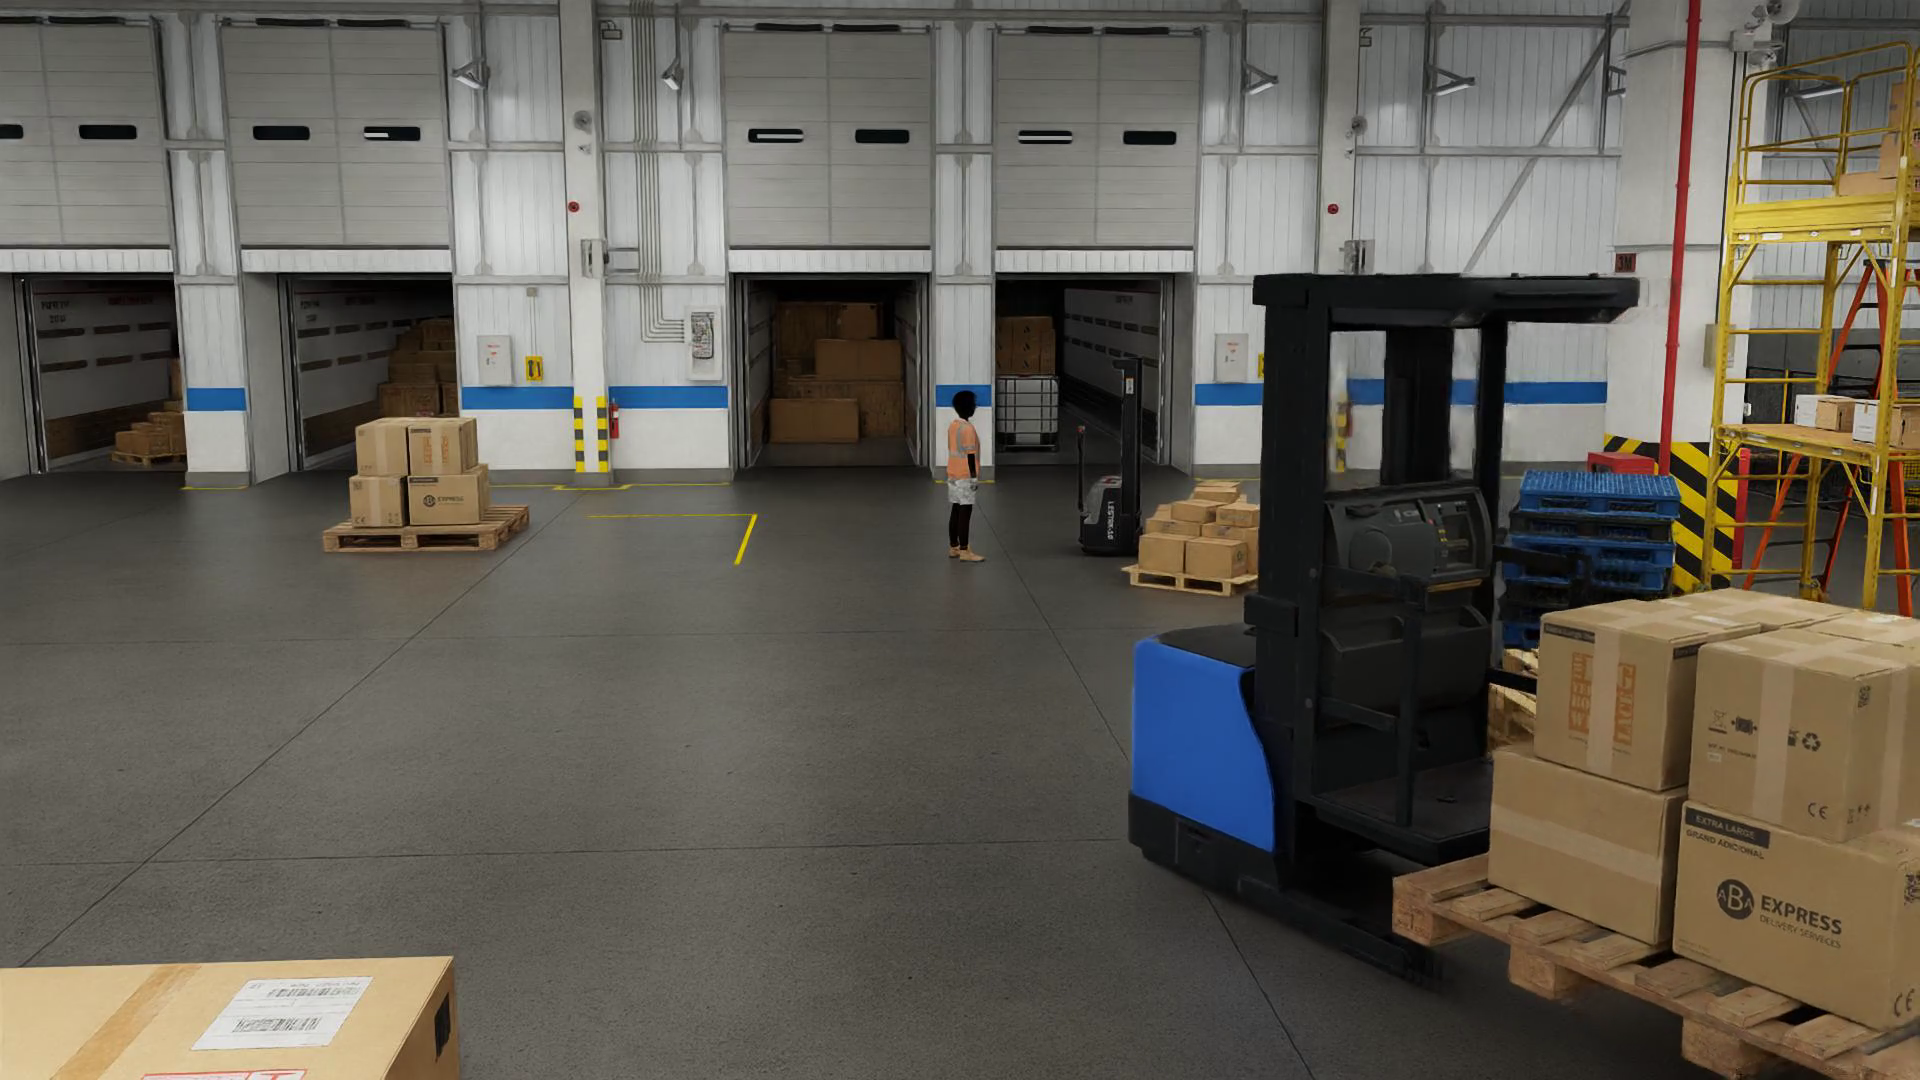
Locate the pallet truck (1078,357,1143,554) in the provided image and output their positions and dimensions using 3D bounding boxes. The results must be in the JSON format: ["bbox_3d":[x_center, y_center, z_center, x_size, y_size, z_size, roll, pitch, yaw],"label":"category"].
[{"bbox_3d":[2.088,-0.836,16.757,1.885,1.965,0.823,2,9,13],"label":"pallet truck"}]

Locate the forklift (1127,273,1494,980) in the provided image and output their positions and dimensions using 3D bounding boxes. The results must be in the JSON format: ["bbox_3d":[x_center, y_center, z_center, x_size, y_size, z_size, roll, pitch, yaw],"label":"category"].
[{"bbox_3d":[1.718,0.211,7.421,1.129,2.768,1.873,-6,11,-32],"label":"forklift"}]

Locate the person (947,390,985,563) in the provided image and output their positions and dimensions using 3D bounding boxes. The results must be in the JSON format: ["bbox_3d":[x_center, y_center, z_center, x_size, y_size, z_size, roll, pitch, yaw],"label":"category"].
[{"bbox_3d":[0.044,-0.628,16.392,0.318,1.699,0.535,-3,10,-21],"label":"person"}]
